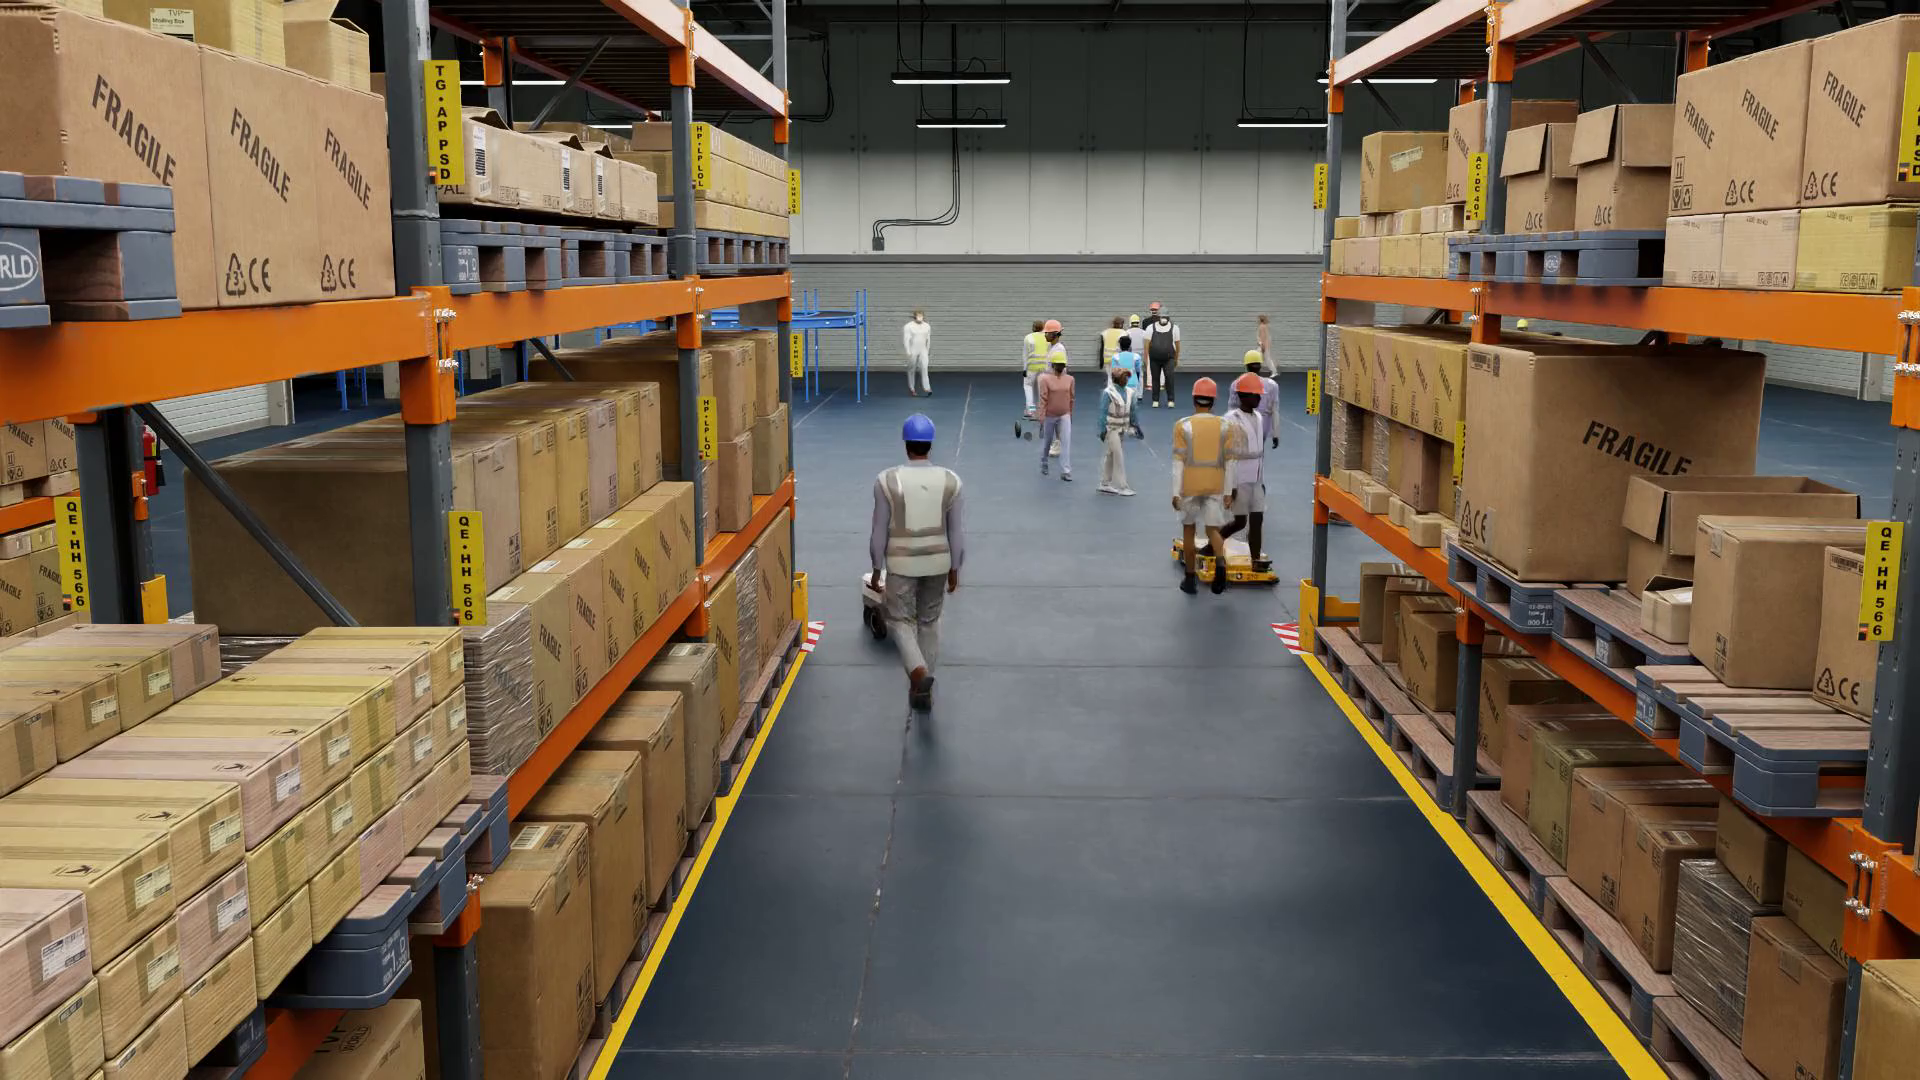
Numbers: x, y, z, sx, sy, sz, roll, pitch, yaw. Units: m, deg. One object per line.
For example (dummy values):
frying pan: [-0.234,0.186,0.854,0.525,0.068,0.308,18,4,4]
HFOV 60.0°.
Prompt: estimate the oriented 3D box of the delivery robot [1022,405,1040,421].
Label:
delivery robot: [1.195,-2.118,27.541,0.335,0.223,0.698,-1,10,-4]

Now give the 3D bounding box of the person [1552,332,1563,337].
person: [10.753,-2.962,30.197,0.529,1.667,0.792,1,10,7]

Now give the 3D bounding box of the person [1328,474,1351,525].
person: [4.305,-1.163,18.589,0.387,1.948,0.602,5,11,28]

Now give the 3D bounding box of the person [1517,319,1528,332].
person: [11.604,-3.688,34.288,0.523,1.755,0.567,8,12,39]

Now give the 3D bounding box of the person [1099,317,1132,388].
person: [3.153,-3.566,33.386,0.645,1.813,0.665,7,12,37]

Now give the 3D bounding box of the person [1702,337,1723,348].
person: [9.664,-1.661,21.548,0.411,1.953,0.601,-2,10,-11]

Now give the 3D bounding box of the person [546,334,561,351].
person: [-10.730,-5.178,43.680,0.777,1.599,0.516,9,13,43]

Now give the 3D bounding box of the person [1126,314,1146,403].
person: [3.621,-3.768,34.575,0.591,1.823,0.403,-2,10,-13]

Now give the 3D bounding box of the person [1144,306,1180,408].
person: [4.052,-3.660,33.394,0.702,2.000,0.537,2,10,11]

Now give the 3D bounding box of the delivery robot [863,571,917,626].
delivery robot: [-0.518,0.412,13.164,0.477,0.478,0.707,-4,10,-21]

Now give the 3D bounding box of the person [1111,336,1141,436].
person: [2.793,-2.604,28.062,0.533,1.657,0.884,0,9,-2]

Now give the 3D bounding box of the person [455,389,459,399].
person: [-4.214,-0.322,13.655,0.435,1.921,0.627,1,9,4]

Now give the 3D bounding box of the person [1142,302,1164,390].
person: [4.456,-4.441,38.105,0.612,1.987,0.400,0,9,-3]

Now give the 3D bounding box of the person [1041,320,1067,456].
person: [1.411,-2.293,25.072,0.394,2.041,0.612,0,9,-2]

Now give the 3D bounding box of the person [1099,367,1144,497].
person: [2.018,-1.349,20.688,0.777,1.597,0.541,9,13,44]

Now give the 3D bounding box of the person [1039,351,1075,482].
person: [1.296,-1.703,22.512,0.528,1.735,0.901,-2,10,-14]

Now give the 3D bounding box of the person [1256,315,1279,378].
person: [7.592,-4.844,41.715,0.886,1.600,0.526,3,10,18]

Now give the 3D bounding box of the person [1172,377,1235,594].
person: [2.128,-0.455,14.473,0.544,1.913,0.748,-1,10,-7]

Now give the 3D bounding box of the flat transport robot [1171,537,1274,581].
flat transport robot: [2.470,0.167,15.761,0.652,0.197,1.431,-1,9,-5]

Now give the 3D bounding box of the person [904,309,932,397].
person: [-0.896,-4.040,36.005,0.632,1.884,1.033,-4,10,-21]

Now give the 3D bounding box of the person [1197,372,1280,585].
person: [2.578,-0.570,15.130,0.714,1.922,0.562,8,13,41]

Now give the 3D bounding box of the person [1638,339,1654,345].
person: [9.167,-1.763,22.354,0.675,1.890,0.440,6,11,32]

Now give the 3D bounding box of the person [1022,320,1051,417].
person: [1.436,-3.256,31.504,0.652,1.819,0.640,-3,10,-20]

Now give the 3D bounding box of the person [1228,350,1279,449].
person: [3.481,-1.313,19.703,0.591,1.880,0.980,-1,10,-6]

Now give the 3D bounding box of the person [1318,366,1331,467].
person: [5.195,-1.854,22.863,0.638,1.906,0.406,-9,13,-43]

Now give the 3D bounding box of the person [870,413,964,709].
person: [-0.255,0.158,10.705,0.617,1.933,0.644,-3,10,-19]
